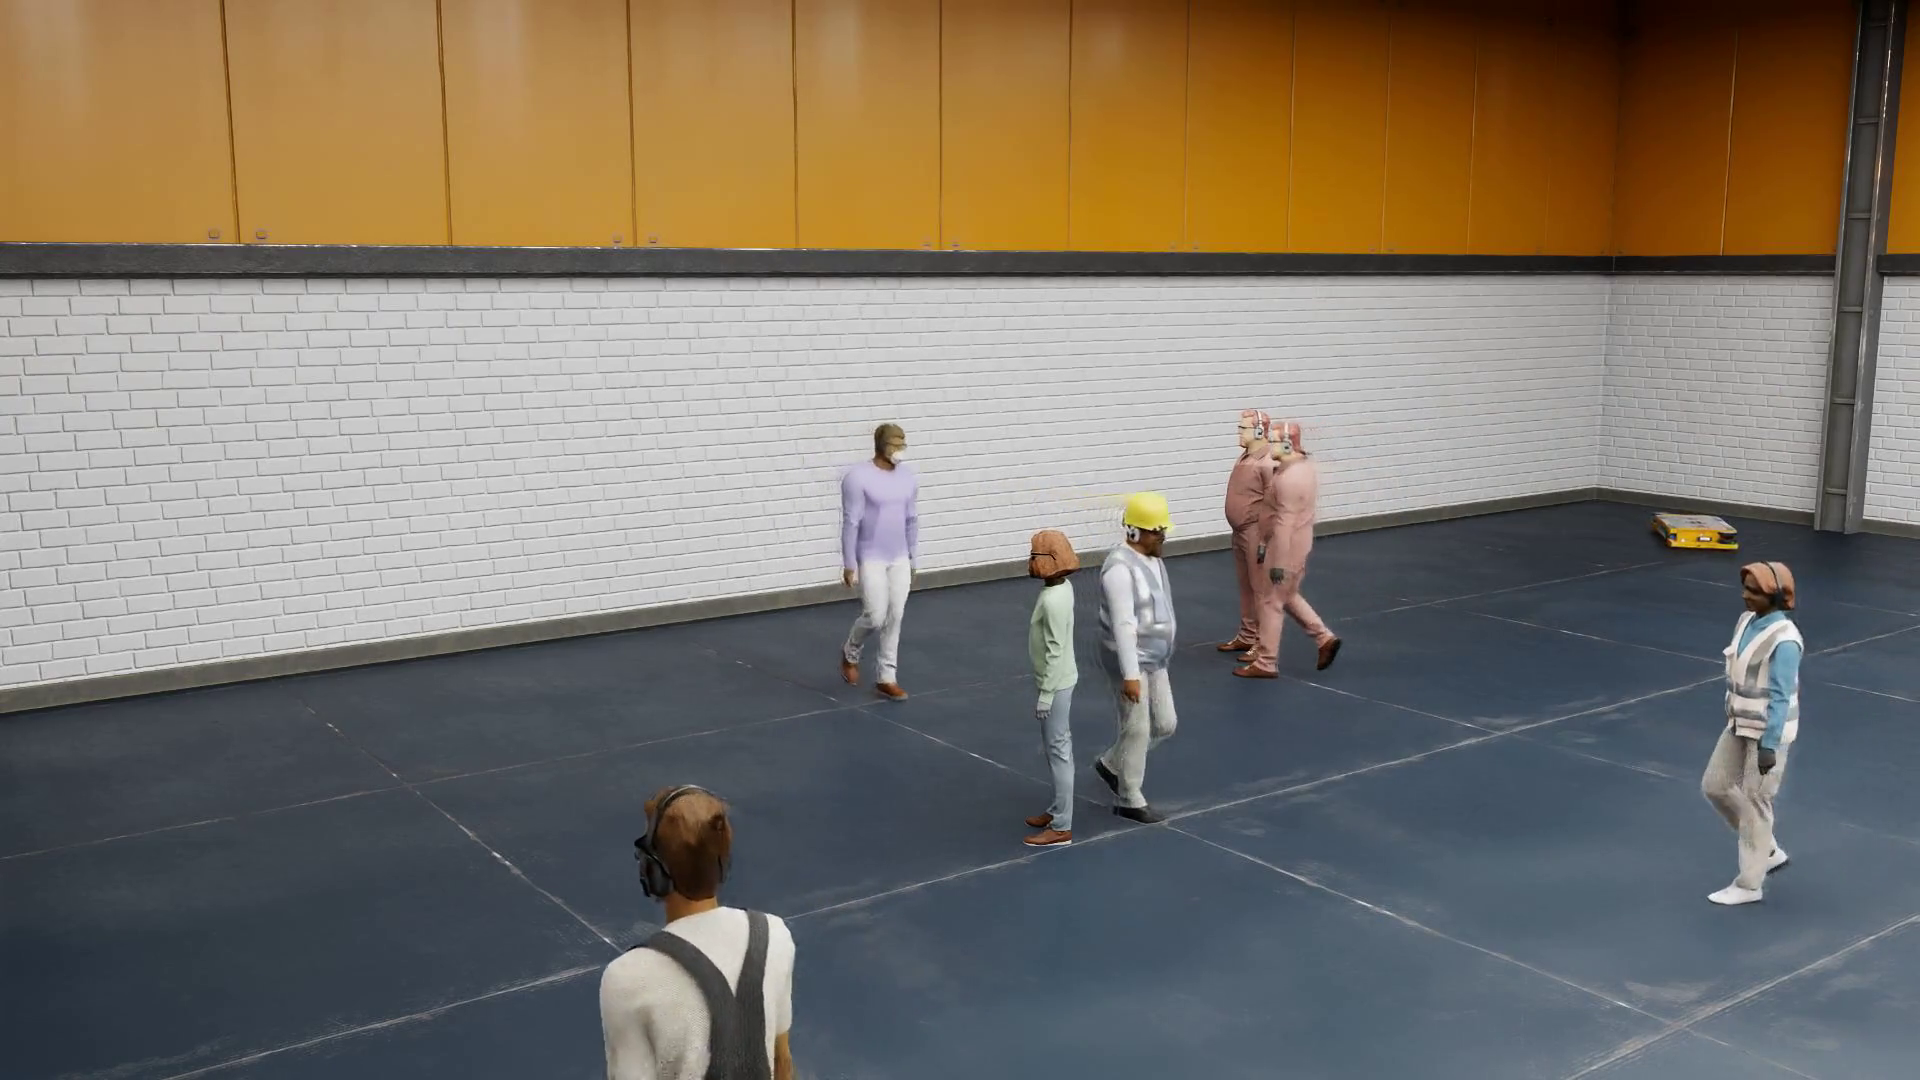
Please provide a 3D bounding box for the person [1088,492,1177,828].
[{"bbox_3d":[0.935,0.630,8.842,0.437,1.804,0.594,5,11,29],"label":"person"}]

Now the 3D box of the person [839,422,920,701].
[{"bbox_3d":[-0.555,0.141,11.449,0.641,1.926,0.514,-8,12,-39],"label":"person"}]

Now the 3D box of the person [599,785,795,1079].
[{"bbox_3d":[-0.558,1.448,3.686,0.457,1.832,0.546,8,12,41],"label":"person"}]

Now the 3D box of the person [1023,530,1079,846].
[{"bbox_3d":[0.467,0.756,8.571,0.282,1.633,0.498,1,9,7],"label":"person"}]

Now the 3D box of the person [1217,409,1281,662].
[{"bbox_3d":[2.207,-0.036,12.619,0.406,1.909,0.639,-2,9,-12],"label":"person"}]

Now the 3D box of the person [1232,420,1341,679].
[{"bbox_3d":[2.370,0.076,11.971,0.680,1.890,0.690,4,10,25],"label":"person"}]

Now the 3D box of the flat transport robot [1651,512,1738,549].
[{"bbox_3d":[7.975,-0.107,18.081,0.652,0.197,1.431,2,9,14],"label":"flat transport robot"}]

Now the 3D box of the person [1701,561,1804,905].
[{"bbox_3d":[3.678,0.897,7.691,0.352,1.625,0.544,0,9,2],"label":"person"}]
